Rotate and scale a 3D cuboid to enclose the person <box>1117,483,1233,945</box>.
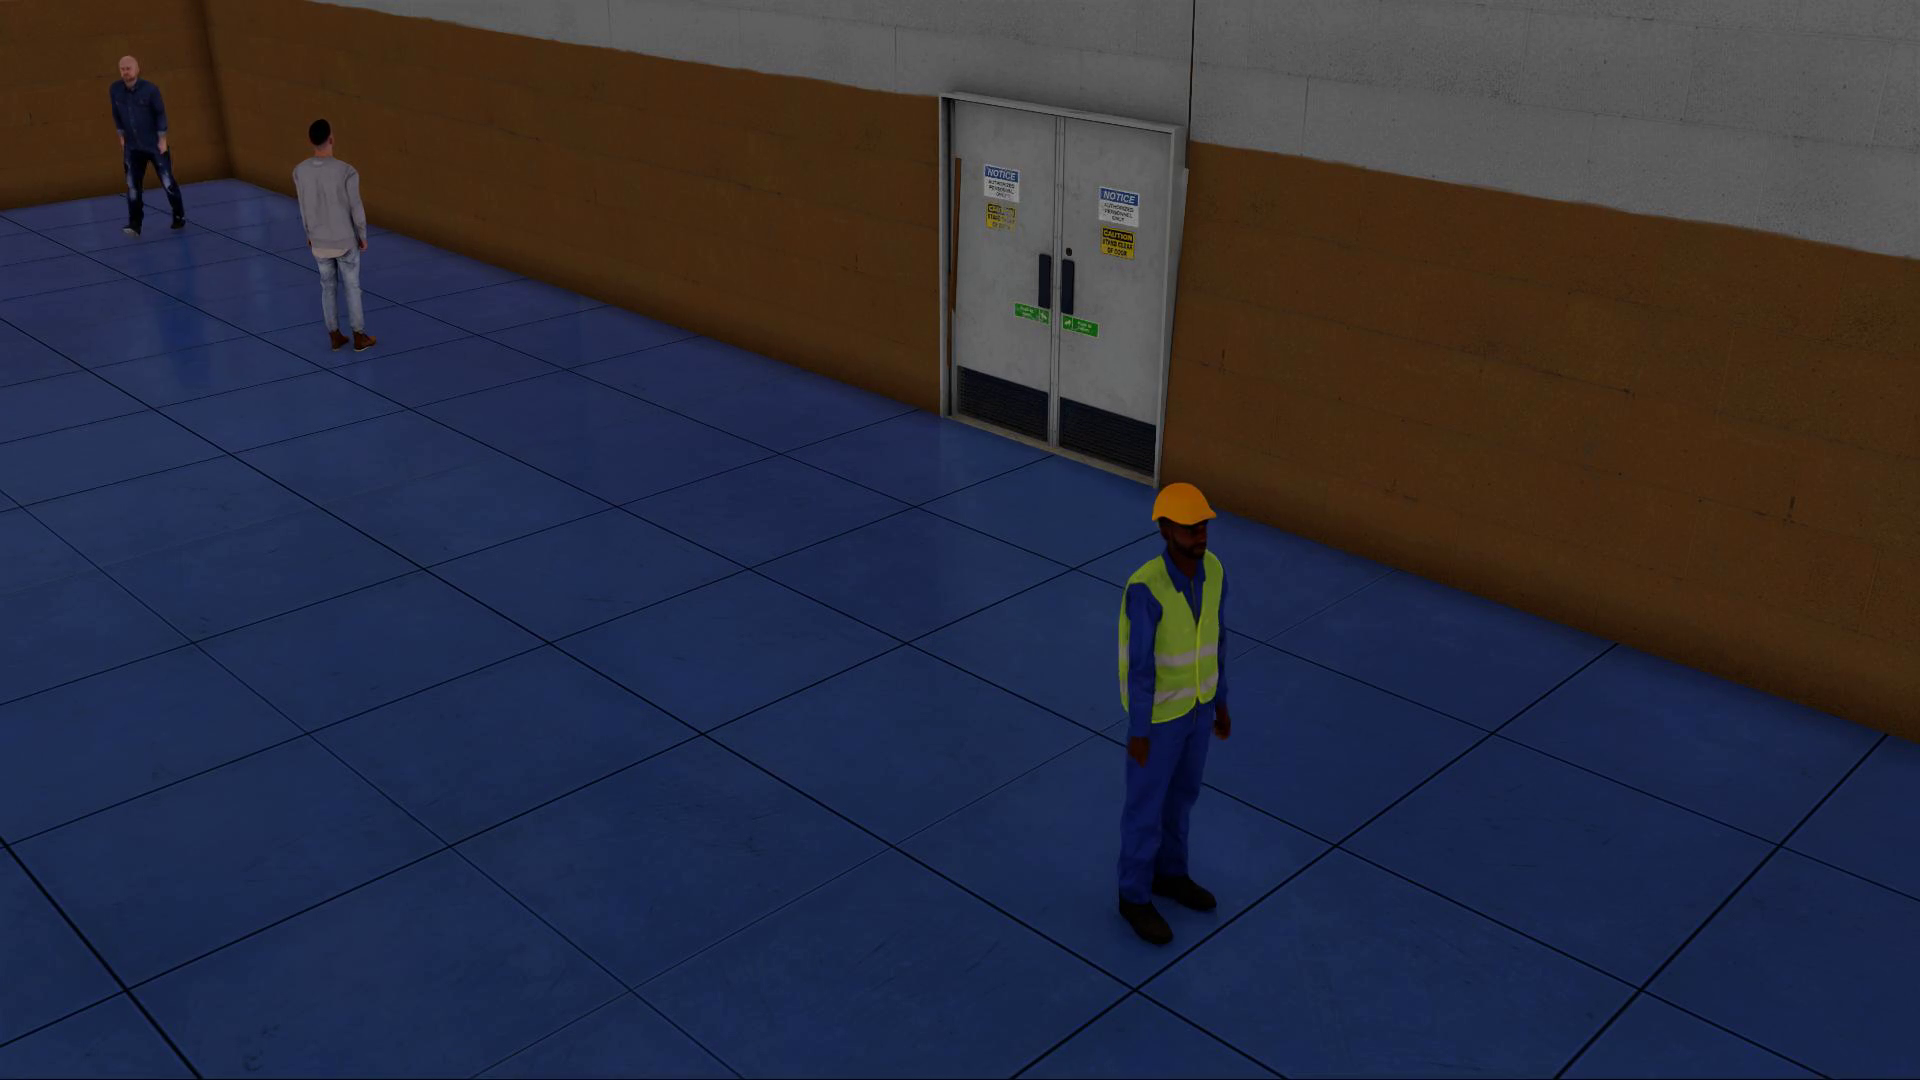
[{"bbox_3d":[0.797,0.625,6.337,0.536,1.814,0.728,-20,31,-38],"label":"person"}]

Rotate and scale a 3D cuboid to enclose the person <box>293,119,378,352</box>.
[{"bbox_3d":[-4.998,-2.423,13.272,0.747,1.838,0.805,0,24,0],"label":"person"}]

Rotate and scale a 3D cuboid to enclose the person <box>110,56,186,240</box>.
[{"bbox_3d":[-8.242,-3.988,16.926,1.226,1.776,1.265,-1,24,-1],"label":"person"}]
